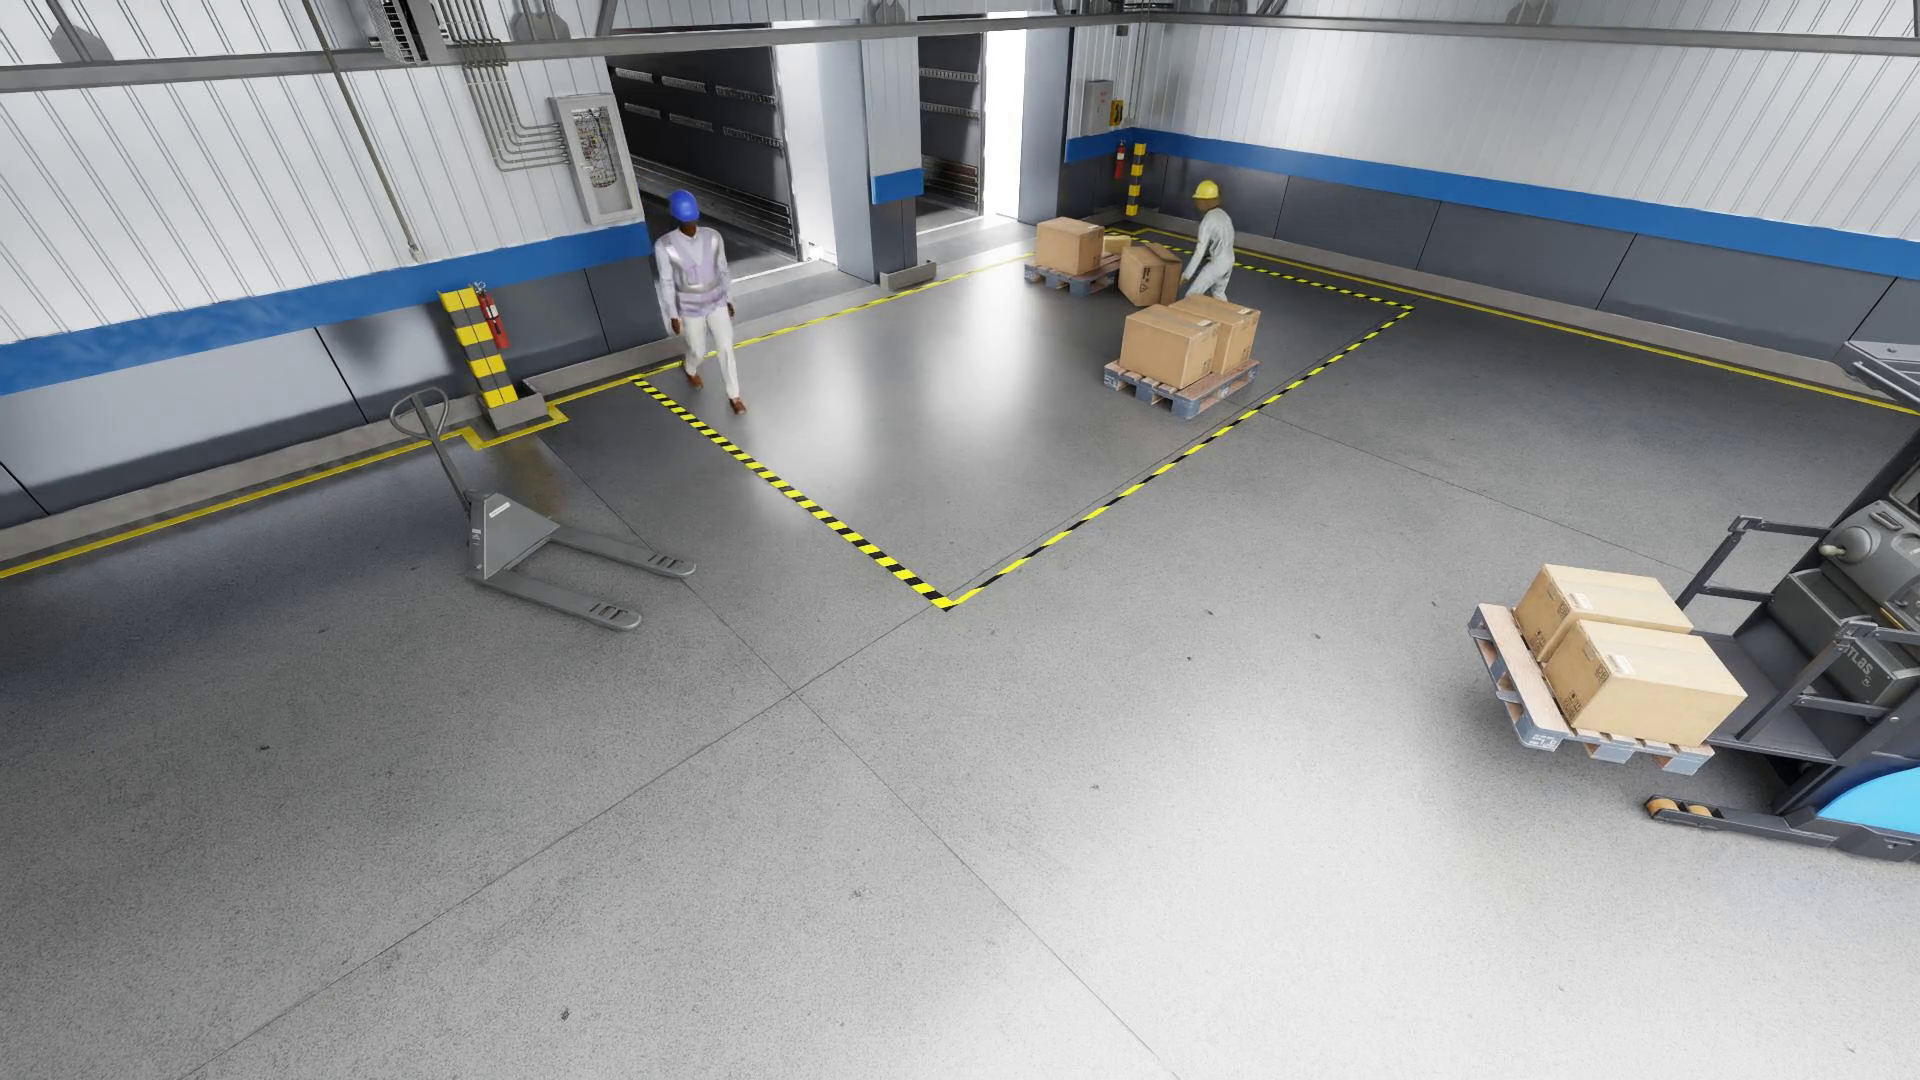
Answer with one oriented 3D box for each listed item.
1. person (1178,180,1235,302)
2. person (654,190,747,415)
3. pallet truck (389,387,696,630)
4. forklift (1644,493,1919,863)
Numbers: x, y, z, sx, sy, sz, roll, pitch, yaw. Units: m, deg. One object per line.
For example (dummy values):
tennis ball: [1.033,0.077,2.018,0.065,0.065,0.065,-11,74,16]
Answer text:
person: [2.629,-2.874,7.690,0.624,1.619,0.657,25,44,29]
person: [-2.296,-2.076,6.422,0.630,1.901,0.885,-25,44,-28]
pallet truck: [-2.613,-0.247,4.593,1.601,1.201,0.680,14,40,17]
forklift: [4.217,0.450,3.037,0.776,2.013,0.716,8,38,11]
